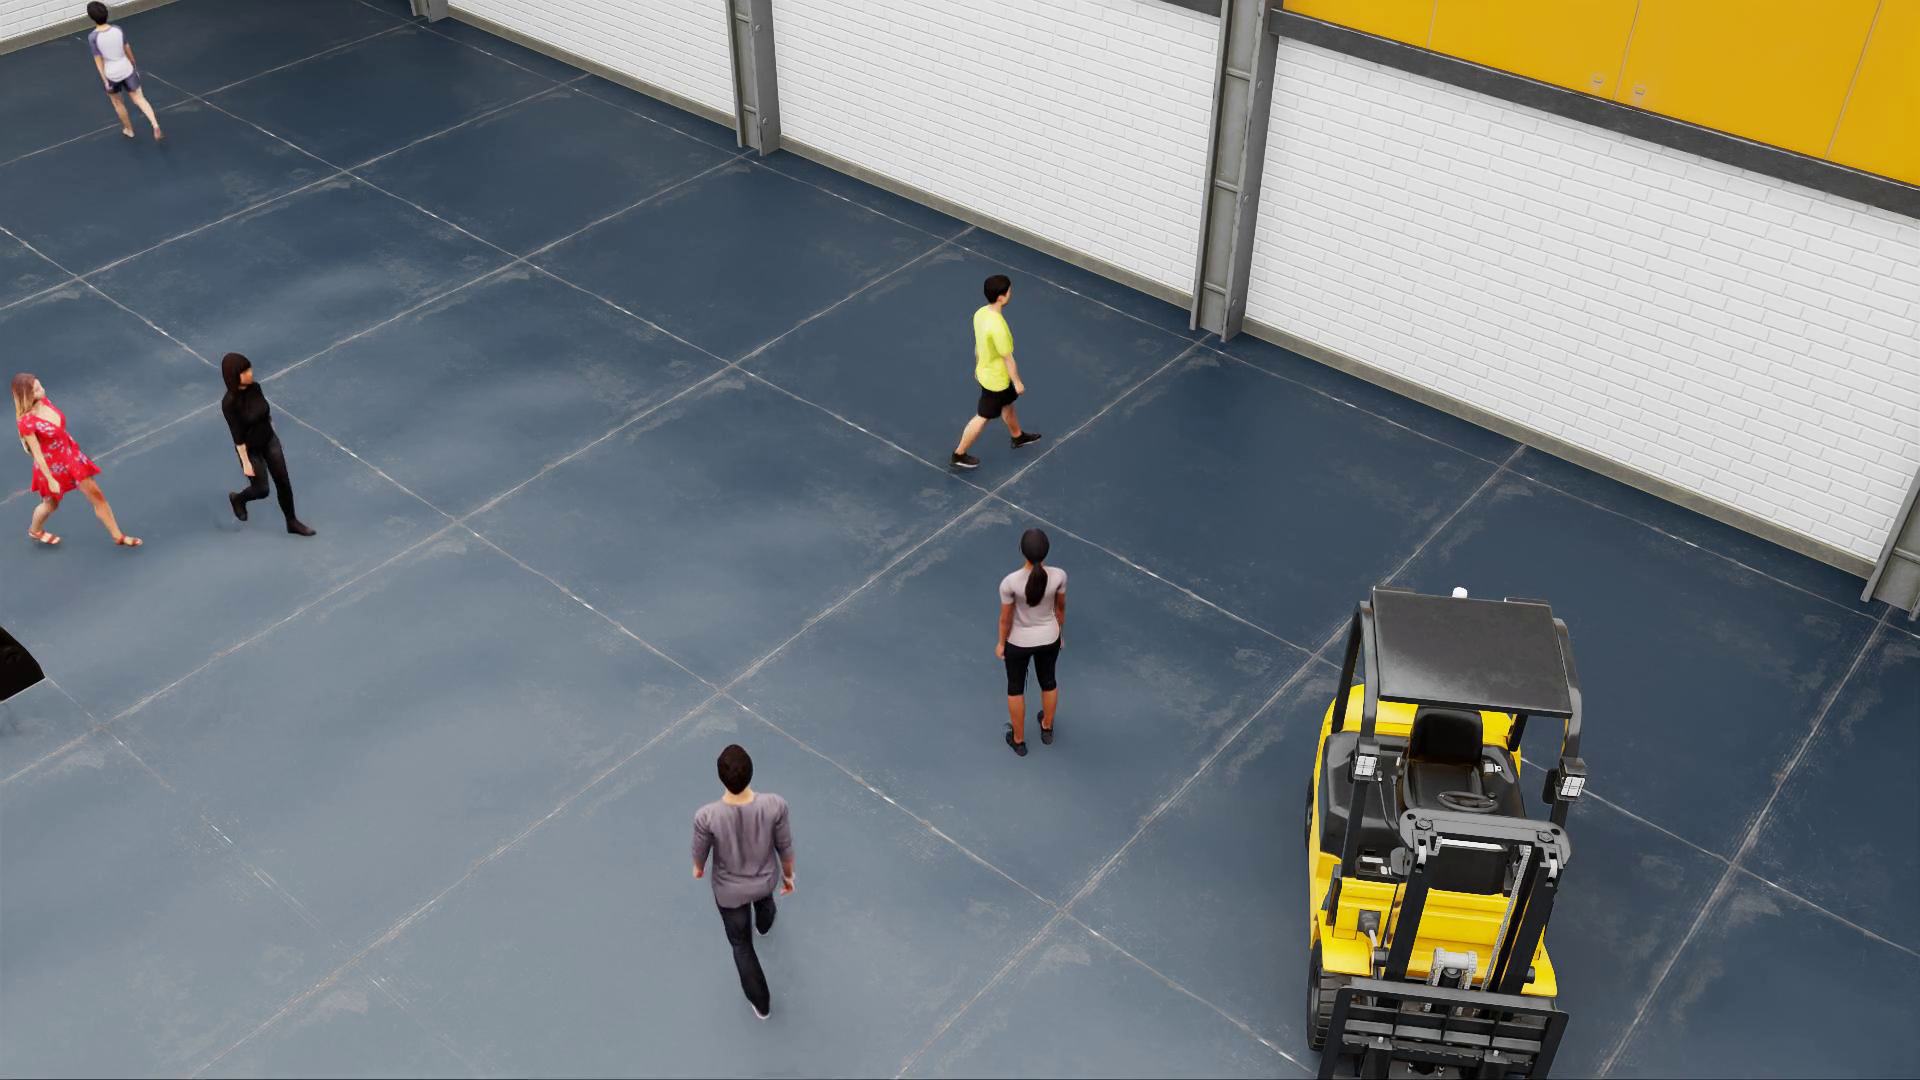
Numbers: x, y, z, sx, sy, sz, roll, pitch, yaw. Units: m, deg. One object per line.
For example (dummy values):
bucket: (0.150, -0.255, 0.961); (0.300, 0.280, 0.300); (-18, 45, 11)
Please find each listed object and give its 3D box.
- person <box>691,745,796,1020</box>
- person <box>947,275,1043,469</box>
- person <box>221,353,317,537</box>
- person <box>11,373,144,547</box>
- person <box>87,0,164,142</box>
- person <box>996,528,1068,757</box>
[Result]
person: (-1.156, 1.922, 9.108); (1.030, 1.817, 1.194); (-13, 40, -16)
person: (0.203, -1.293, 13.250); (1.066, 1.672, 1.119); (-11, 40, -13)
person: (-5.355, -0.698, 12.540); (0.945, 1.628, 0.733); (14, 41, 17)
person: (-6.811, -0.542, 12.404); (1.140, 1.554, 0.976); (3, 39, 3)
person: (-9.104, -5.059, 18.065); (0.922, 1.547, 0.601); (31, 48, 33)
person: (0.466, 0.649, 10.746); (0.731, 1.762, 0.774); (-9, 40, -11)
